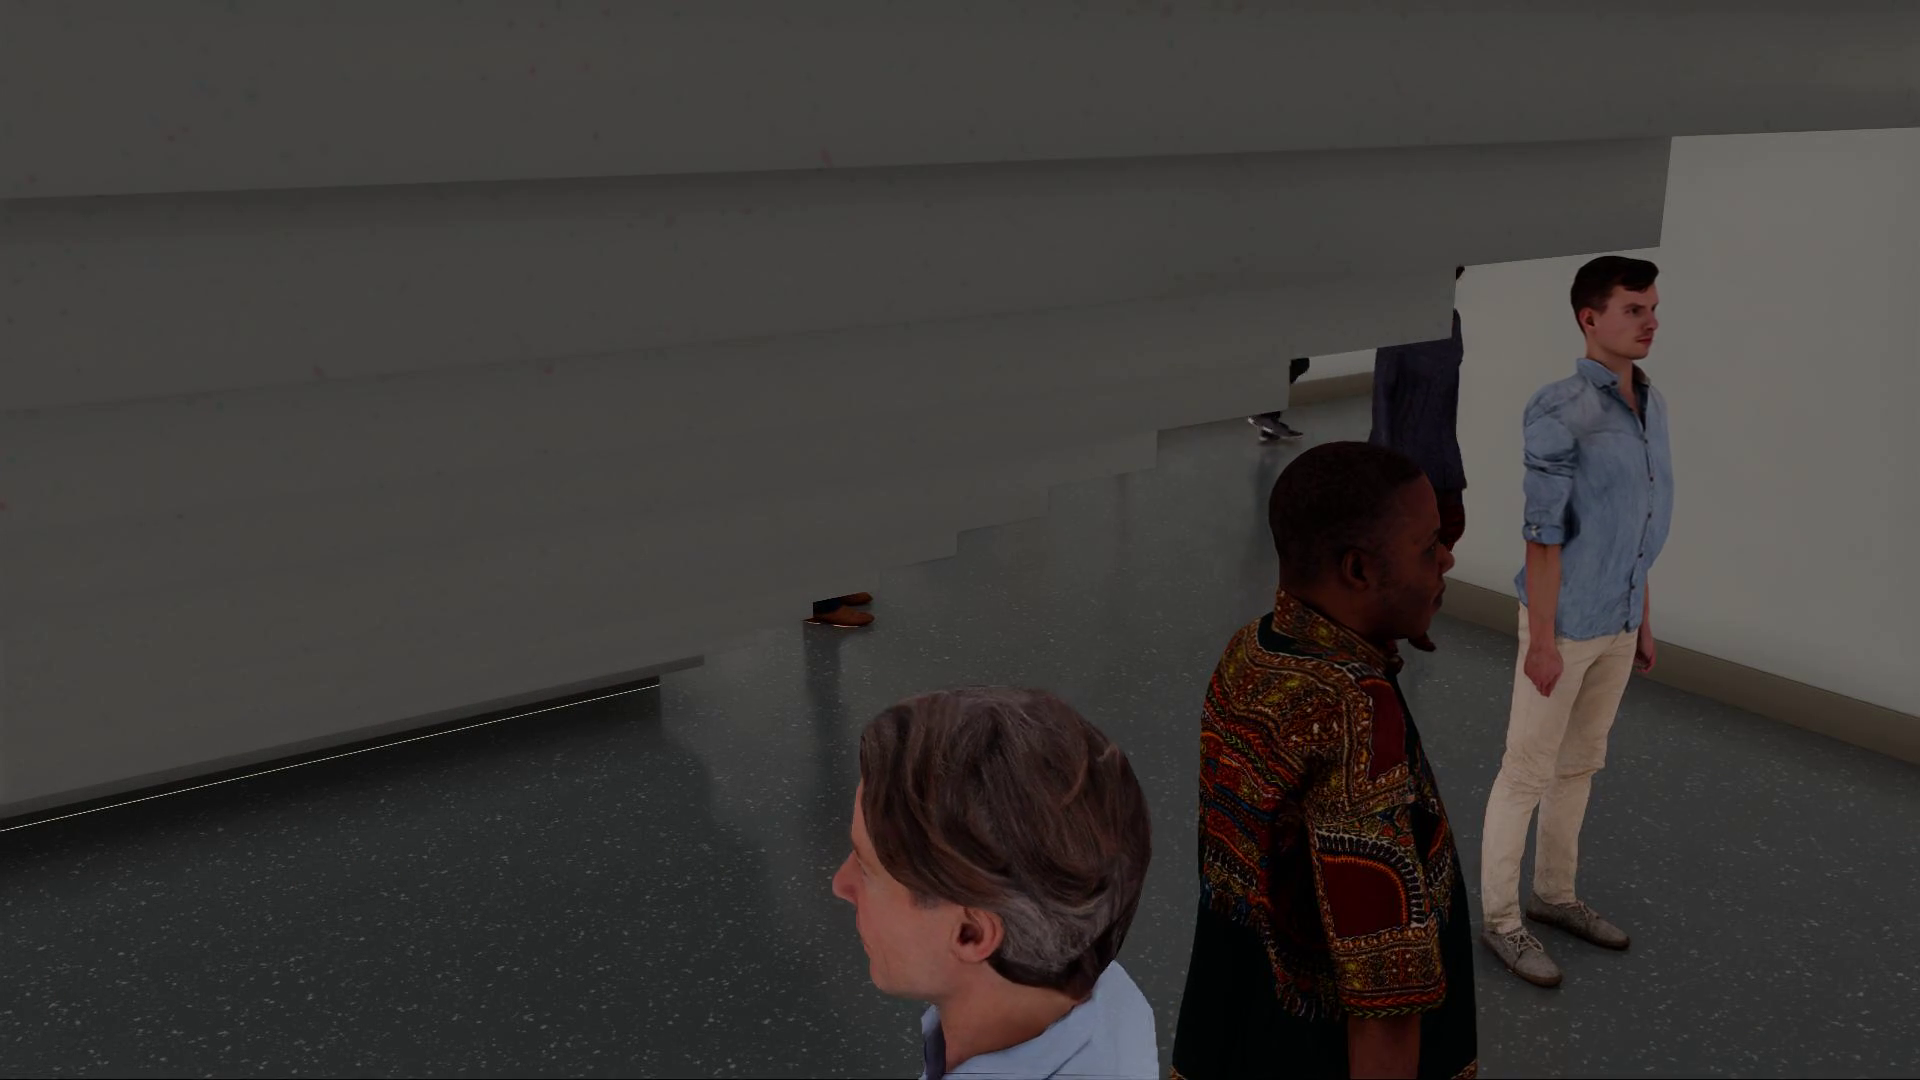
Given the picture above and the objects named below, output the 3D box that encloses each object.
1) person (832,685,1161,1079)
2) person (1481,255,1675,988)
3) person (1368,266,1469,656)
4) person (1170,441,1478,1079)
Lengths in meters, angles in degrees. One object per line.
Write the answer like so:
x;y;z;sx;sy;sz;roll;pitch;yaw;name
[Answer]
0.149;0.999;1.505;1.129;1.805;1.011;4;16;15;person
1.592;0.195;4.281;0.636;1.847;0.527;-11;19;-33;person
1.729;-0.376;6.581;0.661;1.697;0.673;-7;17;-23;person
0.492;0.744;2.330;0.875;1.808;0.775;-1;16;-5;person
